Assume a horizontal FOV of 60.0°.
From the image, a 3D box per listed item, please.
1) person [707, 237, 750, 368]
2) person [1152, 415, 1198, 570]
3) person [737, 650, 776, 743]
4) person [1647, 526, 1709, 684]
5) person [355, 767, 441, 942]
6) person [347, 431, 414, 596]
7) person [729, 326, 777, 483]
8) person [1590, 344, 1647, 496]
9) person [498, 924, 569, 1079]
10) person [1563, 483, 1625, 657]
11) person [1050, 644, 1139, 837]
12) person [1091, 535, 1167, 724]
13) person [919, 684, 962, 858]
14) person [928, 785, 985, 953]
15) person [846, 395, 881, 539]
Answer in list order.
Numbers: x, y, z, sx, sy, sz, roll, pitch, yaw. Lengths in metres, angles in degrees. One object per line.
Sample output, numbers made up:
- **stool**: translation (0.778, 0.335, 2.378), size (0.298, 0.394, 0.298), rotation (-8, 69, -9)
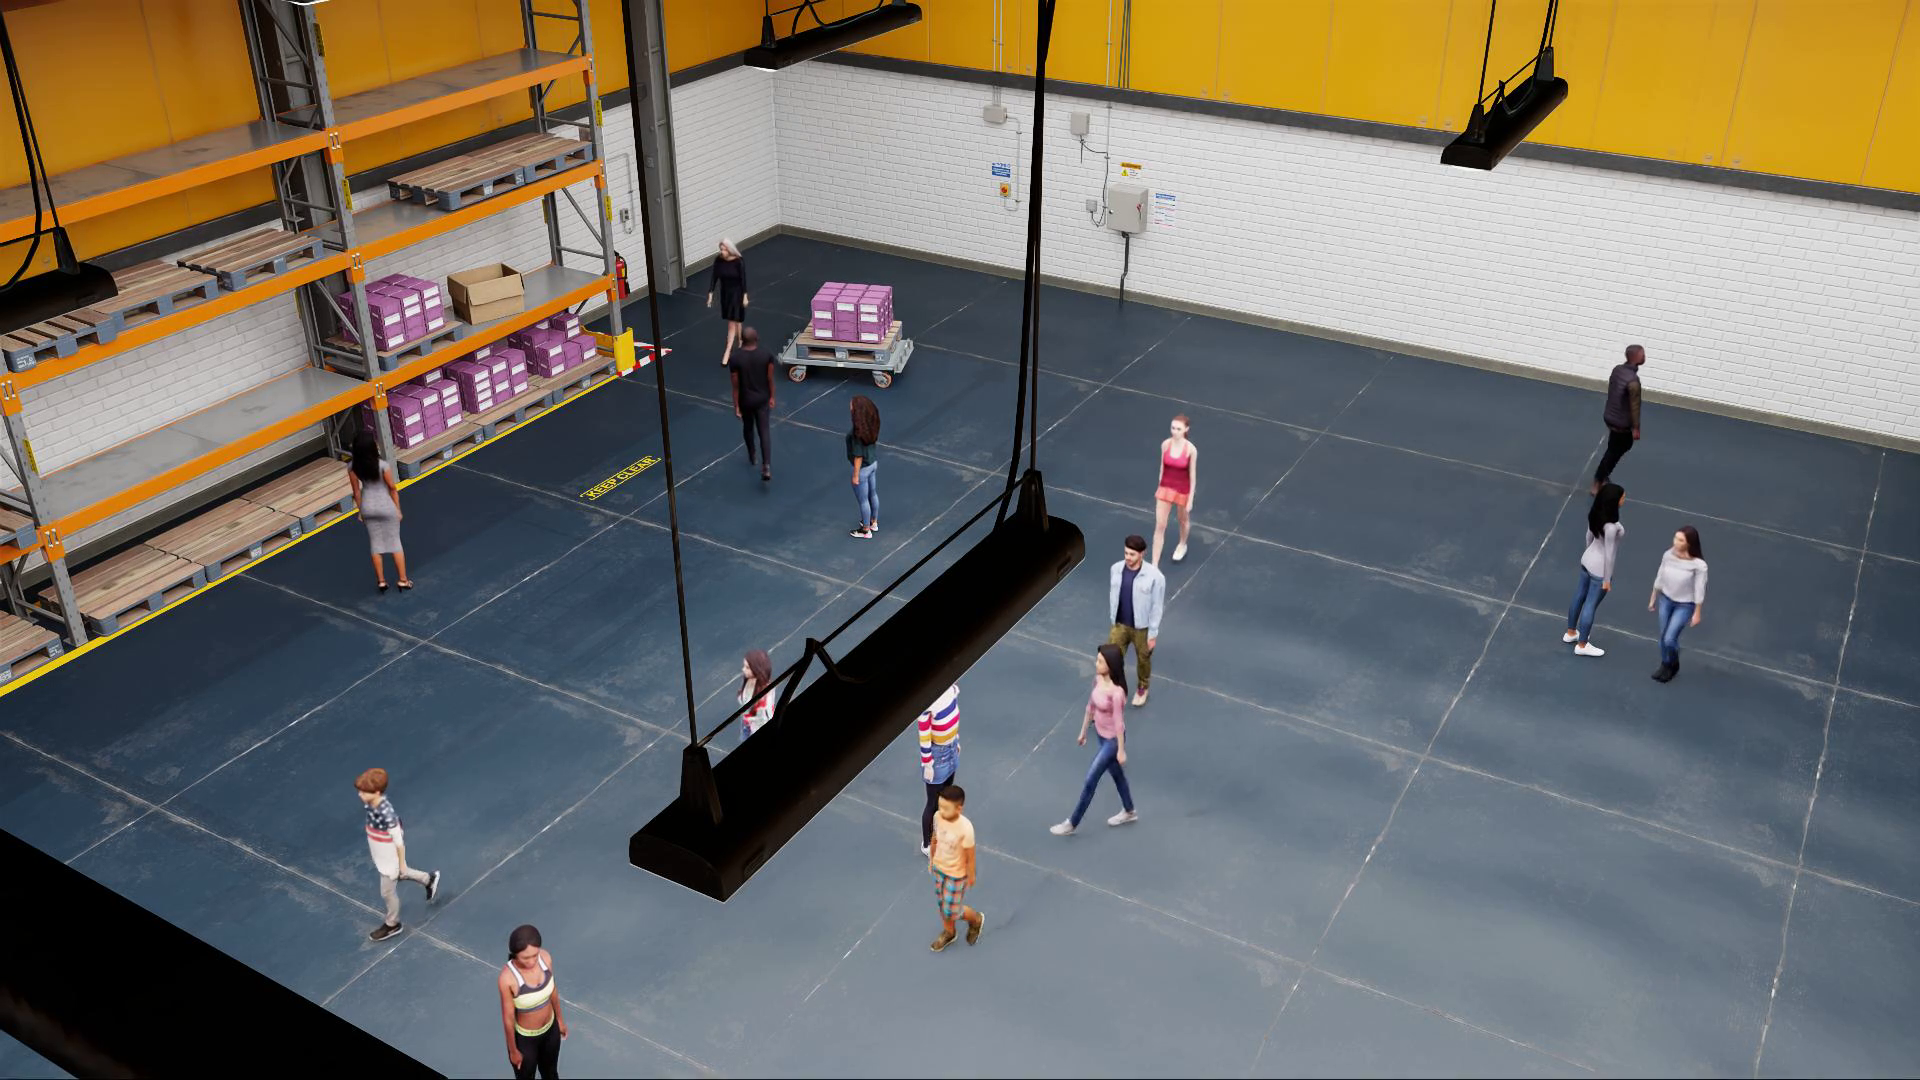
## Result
- **person**: translation (-2.996, -3.207, 22.052), size (0.735, 1.704, 1.132), rotation (11, 31, 20)
- **person**: translation (2.256, -0.499, 17.086), size (0.618, 1.707, 1.117), rotation (14, 31, 23)
- **person**: translation (-1.599, 1.581, 13.371), size (0.646, 1.613, 0.666), rotation (-19, 34, -31)
- **person**: translation (6.608, 0.583, 15.196), size (0.761, 1.615, 0.747), rotation (-14, 31, -23)
- **person**: translation (-4.182, 2.267, 12.308), size (0.925, 1.425, 0.682), rotation (-24, 37, -37)
- **person**: translation (-5.792, -0.267, 16.581), size (0.665, 1.781, 0.677), rotation (0, 29, 0)
- **person**: translation (-2.310, -1.519, 18.876), size (1.173, 1.782, 1.268), rotation (-6, 29, -10)
- **person**: translation (7.235, -1.311, 18.452), size (0.886, 1.823, 0.773), rotation (1, 29, 2)
- **person**: translation (-2.683, 3.098, 10.439), size (0.652, 1.755, 0.494), rotation (22, 35, 34)
- **person**: translation (5.976, 0.260, 15.657), size (0.748, 1.742, 0.652), rotation (-2, 29, -4)
- **person**: translation (1.264, 1.580, 13.267), size (1.083, 1.712, 1.001), rotation (-9, 30, -15)
- **person**: translation (1.586, 0.729, 14.761), size (0.703, 1.776, 1.078), rotation (14, 32, 24)
- **person**: translation (-0.162, 1.677, 12.988), size (0.710, 1.809, 0.430), rotation (15, 32, 25)
- **person**: translation (-0.011, 2.362, 12.108), size (0.691, 1.449, 0.607), rotation (-25, 37, -38)
- **person**: translation (-1.021, -0.787, 17.707), size (0.651, 1.616, 0.519), rotation (14, 32, 24)
